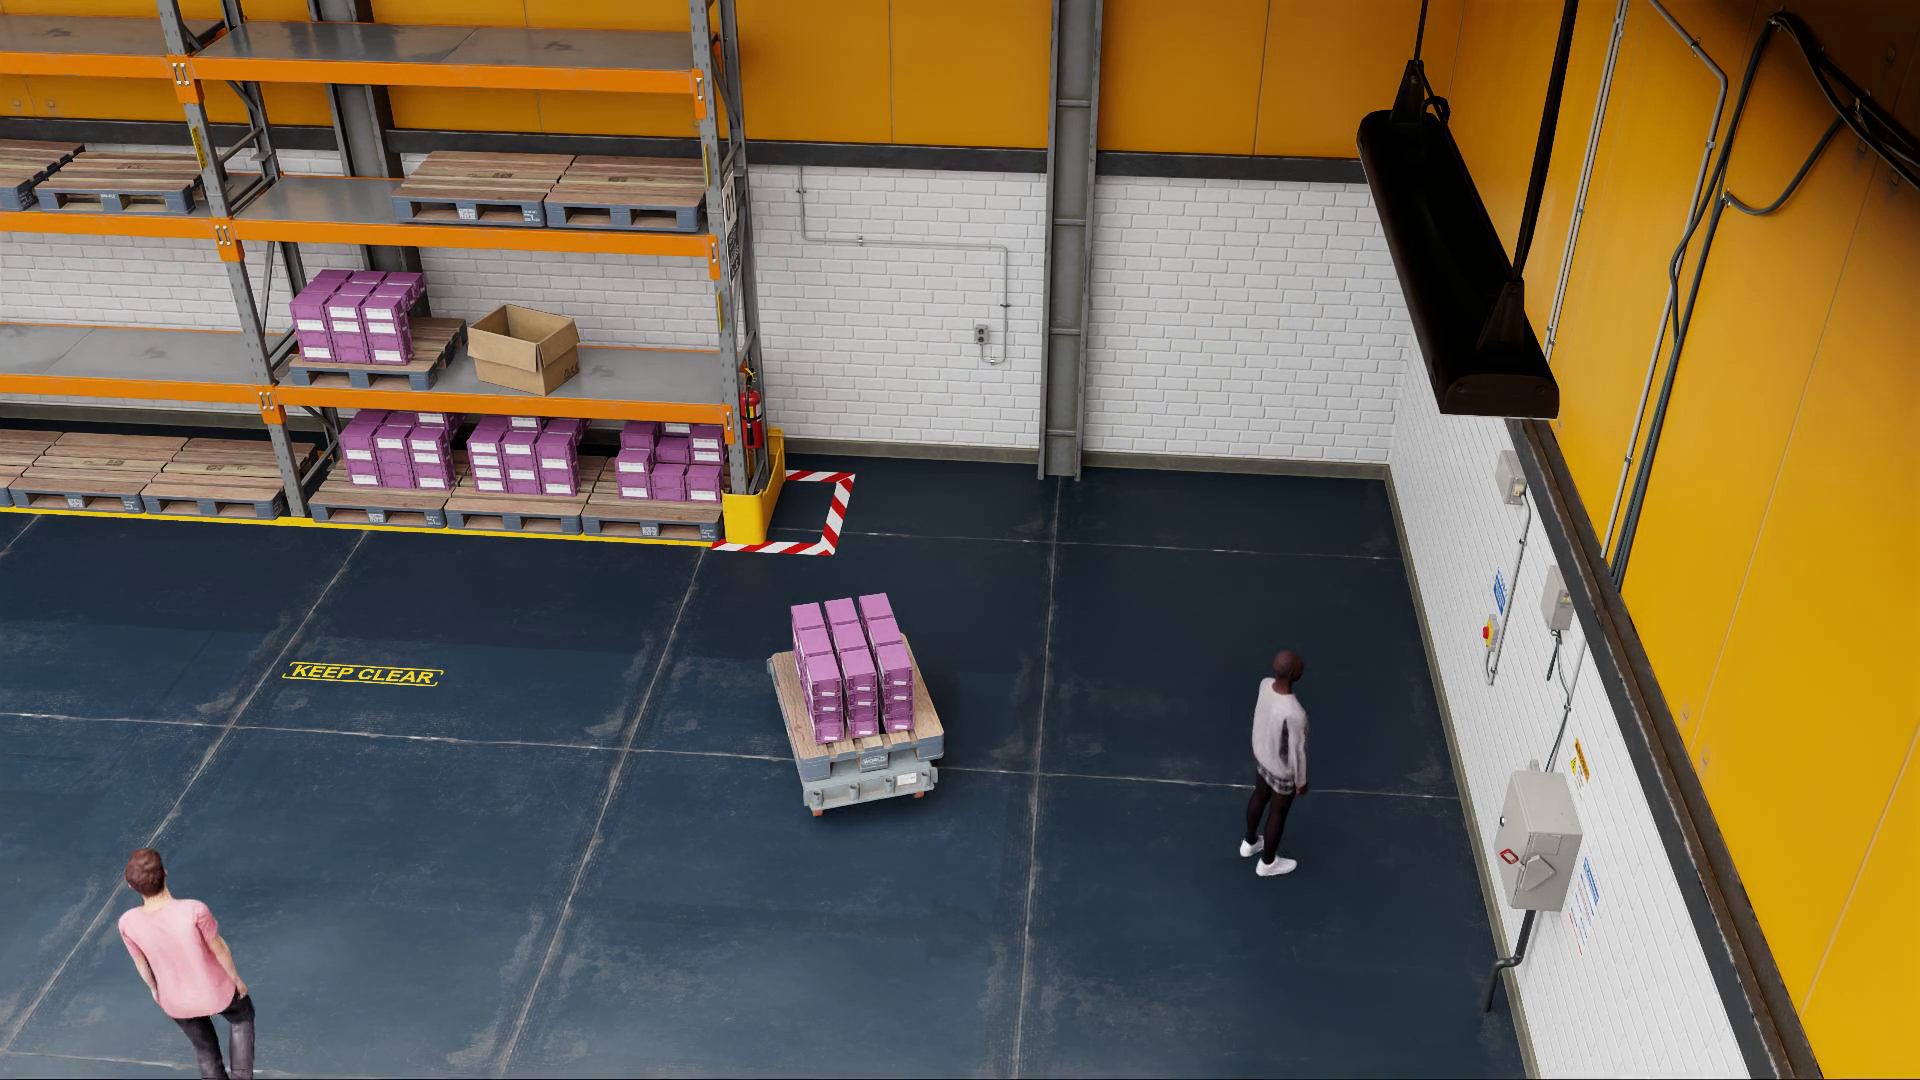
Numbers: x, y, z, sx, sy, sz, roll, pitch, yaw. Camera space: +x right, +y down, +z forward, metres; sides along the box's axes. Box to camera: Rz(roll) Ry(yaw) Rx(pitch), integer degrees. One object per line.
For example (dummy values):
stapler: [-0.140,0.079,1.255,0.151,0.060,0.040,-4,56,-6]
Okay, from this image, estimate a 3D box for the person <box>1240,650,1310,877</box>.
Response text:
person: [2.011,1.427,10.678,0.711,1.773,0.709,-13,36,-19]

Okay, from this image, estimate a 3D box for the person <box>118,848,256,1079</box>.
person: [-4.108,2.497,8.915,0.664,1.945,0.791,-7,34,-10]
